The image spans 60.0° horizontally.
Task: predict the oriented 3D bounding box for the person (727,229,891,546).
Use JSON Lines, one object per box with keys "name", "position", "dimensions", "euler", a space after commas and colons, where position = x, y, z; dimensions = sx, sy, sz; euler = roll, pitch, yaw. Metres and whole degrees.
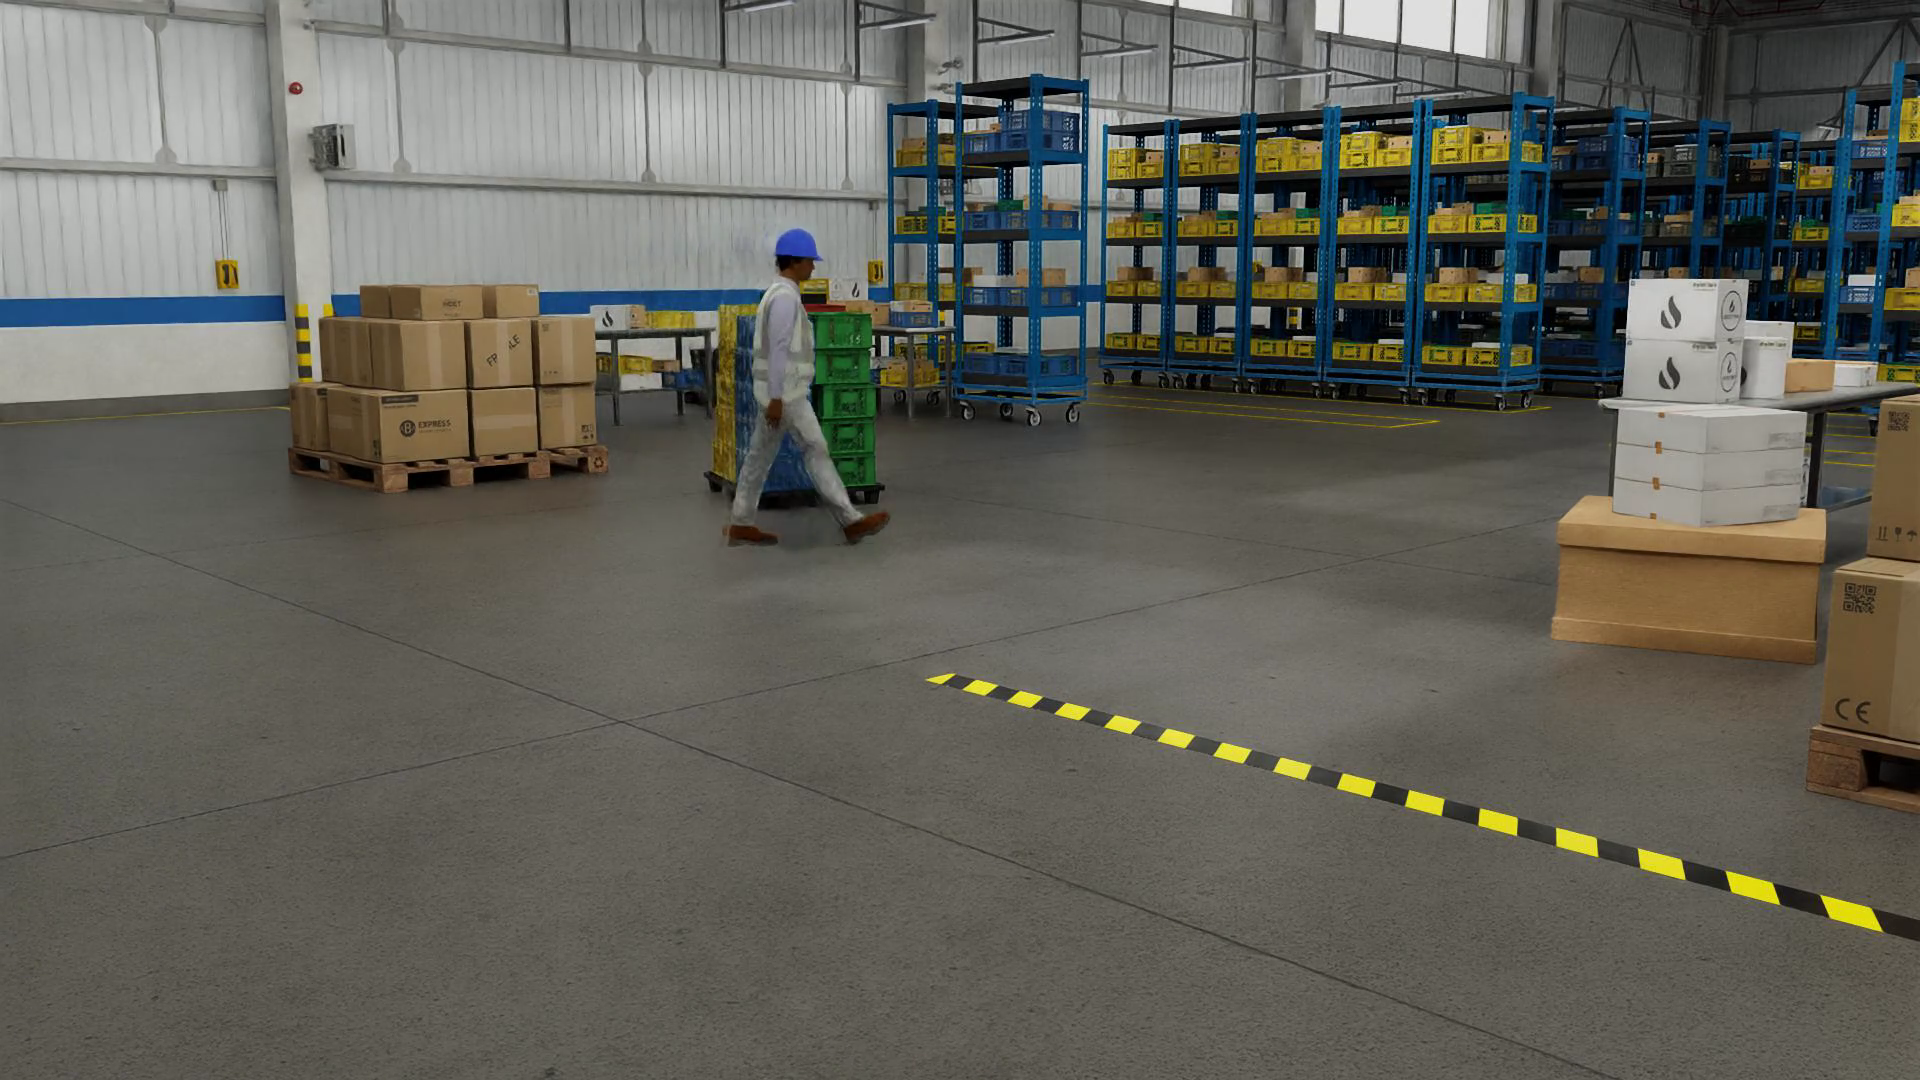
{"name": "person", "position": [-0.940, -0.889, 9.921], "dimensions": [0.998, 1.886, 0.632], "euler": [-2, 10, -11]}
